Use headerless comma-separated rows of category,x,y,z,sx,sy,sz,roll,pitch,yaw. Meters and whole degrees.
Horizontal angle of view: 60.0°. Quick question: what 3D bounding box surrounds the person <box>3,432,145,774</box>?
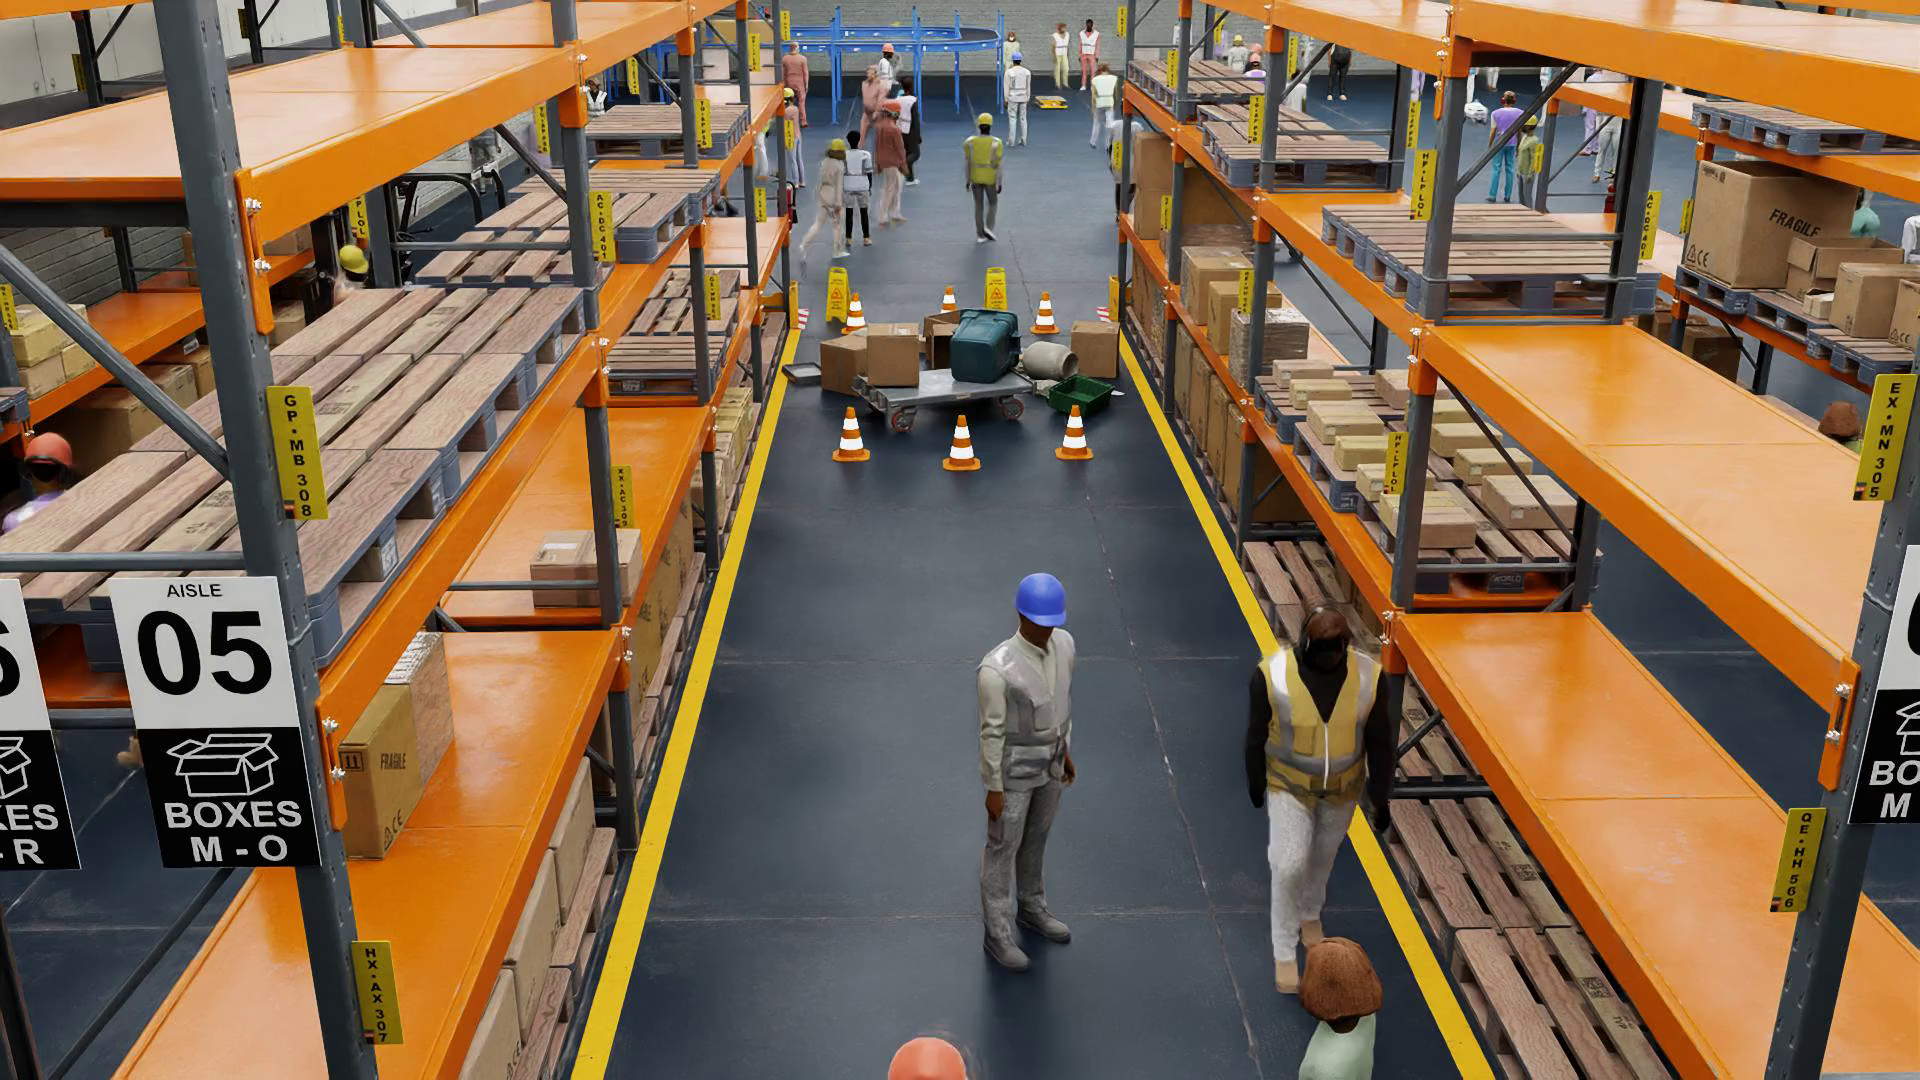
person,-5.079,0.361,9.502,1.051,1.968,0.614,15,25,35

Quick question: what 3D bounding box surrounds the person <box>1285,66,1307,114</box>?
person,6.551,-8.365,32.735,0.534,1.850,0.712,-2,21,-6

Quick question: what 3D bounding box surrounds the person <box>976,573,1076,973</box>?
person,0.325,1.048,7.718,0.403,1.944,0.606,18,27,39

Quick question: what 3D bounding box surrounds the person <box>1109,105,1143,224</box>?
person,2.614,-5.981,26.283,0.617,1.948,0.405,13,24,30

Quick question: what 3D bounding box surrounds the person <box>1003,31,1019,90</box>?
person,1.393,-13.008,45.303,0.501,1.631,0.285,-8,22,-21

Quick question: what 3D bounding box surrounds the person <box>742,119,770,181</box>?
person,-3.837,-7.526,30.549,0.756,1.819,0.654,7,22,18

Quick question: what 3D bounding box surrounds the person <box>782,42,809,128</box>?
person,-3.755,-10.422,38.096,0.636,1.903,0.404,5,21,13

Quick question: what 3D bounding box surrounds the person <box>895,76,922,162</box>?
person,-1.018,-8.293,32.791,0.645,1.669,0.538,-13,24,-31

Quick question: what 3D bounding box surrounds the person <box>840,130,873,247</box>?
person,-1.541,-5.179,24.526,0.533,1.694,0.319,0,21,-1

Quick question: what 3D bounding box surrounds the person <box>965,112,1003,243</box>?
person,0.358,-5.387,24.782,0.585,1.913,0.416,4,21,10

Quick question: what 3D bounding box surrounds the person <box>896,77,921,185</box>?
person,-0.962,-7.340,29.942,0.568,1.905,0.620,-17,26,-37

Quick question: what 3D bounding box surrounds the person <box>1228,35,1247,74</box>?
person,7.071,-11.997,42.485,0.485,1.738,0.307,0,21,-1

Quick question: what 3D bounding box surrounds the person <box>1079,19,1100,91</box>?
person,3.570,-13.425,46.014,0.593,1.916,0.392,8,22,20

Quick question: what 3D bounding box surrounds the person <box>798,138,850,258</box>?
person,-1.900,-4.796,23.494,0.524,1.700,0.765,18,27,40

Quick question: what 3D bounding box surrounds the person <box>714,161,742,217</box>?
person,-3.872,-6.279,27.172,0.561,1.889,0.986,-13,24,-30

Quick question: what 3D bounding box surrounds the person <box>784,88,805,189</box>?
person,-3.021,-7.161,29.680,0.363,1.758,0.526,7,22,18

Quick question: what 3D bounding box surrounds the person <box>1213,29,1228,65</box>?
person,7.373,-13.780,46.966,0.676,1.908,0.592,-16,26,-36

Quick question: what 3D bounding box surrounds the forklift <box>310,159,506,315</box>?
forklift,-5.622,-2.910,17.832,2.313,2.155,1.214,-1,21,-1

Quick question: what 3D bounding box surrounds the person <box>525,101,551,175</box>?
person,-6.525,-5.981,26.350,0.561,1.903,0.803,7,22,18

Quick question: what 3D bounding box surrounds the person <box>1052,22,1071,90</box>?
person,2.837,-13.388,46.051,0.596,1.806,0.721,-11,23,-27

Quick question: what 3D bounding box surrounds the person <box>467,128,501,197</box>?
person,-8.239,-6.876,28.829,0.589,1.825,0.403,0,21,-1

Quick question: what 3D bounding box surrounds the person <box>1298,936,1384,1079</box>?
person,1.226,2.038,5.533,0.269,1.632,0.504,9,22,22

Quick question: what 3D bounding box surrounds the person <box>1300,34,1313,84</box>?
person,9.933,-14.081,47.700,0.391,1.949,0.602,9,23,23

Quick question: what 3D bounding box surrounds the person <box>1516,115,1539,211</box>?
person,8.767,-5.703,25.809,0.328,1.769,0.526,0,21,-1

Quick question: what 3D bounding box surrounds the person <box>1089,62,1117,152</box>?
person,2.965,-8.955,34.373,0.590,1.790,0.985,-3,21,-9

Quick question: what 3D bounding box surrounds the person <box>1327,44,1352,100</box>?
person,9.988,-12.594,43.642,0.672,2.000,0.536,-2,21,-6

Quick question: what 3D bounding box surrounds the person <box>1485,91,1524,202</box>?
person,9.259,-6.685,28.293,0.563,1.847,0.389,0,21,-1

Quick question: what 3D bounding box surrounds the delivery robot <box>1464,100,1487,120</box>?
delivery robot,12.021,-10.015,38.762,0.477,0.478,0.707,0,21,-1

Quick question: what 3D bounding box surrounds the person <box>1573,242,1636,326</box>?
person,5.766,-1.734,15.084,0.627,1.936,0.372,0,21,-1

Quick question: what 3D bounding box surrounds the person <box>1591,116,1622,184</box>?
person,11.869,-7.462,30.229,0.627,1.934,0.371,9,22,22

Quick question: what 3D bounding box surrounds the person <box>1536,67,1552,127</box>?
person,13.473,-10.468,38.149,0.392,1.949,0.602,5,21,13

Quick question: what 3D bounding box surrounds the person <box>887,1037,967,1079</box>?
person,-0.039,2.164,4.844,0.557,1.908,0.833,10,23,24

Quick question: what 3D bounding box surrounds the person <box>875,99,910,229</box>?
person,-0.998,-5.860,25.940,0.761,1.966,0.613,-10,23,-24

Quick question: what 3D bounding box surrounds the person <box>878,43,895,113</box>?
person,-1.651,-10.171,37.413,0.428,1.924,0.558,-1,21,-3

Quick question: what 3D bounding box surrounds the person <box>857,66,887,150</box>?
person,-1.743,-8.413,32.853,0.647,1.849,0.974,13,24,30

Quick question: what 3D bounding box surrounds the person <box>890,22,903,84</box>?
person,-1.855,-13.903,47.539,0.426,1.733,0.497,-15,25,-34

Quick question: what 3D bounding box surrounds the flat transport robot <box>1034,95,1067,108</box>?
flat transport robot,2.292,-11.123,42.217,0.652,0.197,1.431,-2,21,-5

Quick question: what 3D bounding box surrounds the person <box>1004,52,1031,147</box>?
person,1.202,-9.280,35.036,0.600,1.940,0.421,-10,23,-25

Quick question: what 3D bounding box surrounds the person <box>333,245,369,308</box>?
person,-5.602,-1.842,15.459,0.409,1.875,0.771,-6,21,-15

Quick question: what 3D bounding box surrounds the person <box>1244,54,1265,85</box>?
person,6.096,-9.105,34.578,0.542,1.927,0.374,-4,21,-11

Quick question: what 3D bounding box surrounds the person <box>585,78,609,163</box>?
person,-7.145,-8.247,32.716,0.515,1.636,0.314,-1,21,-3

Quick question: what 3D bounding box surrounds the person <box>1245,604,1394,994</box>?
person,1.641,1.169,7.583,0.641,1.815,0.793,0,21,-1

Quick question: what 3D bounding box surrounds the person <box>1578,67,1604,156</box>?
person,12.835,-8.752,33.673,0.638,1.911,0.402,-10,23,-25

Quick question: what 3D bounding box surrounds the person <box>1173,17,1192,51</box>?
person,6.532,-14.516,48.951,0.580,1.879,0.365,-5,21,-12
